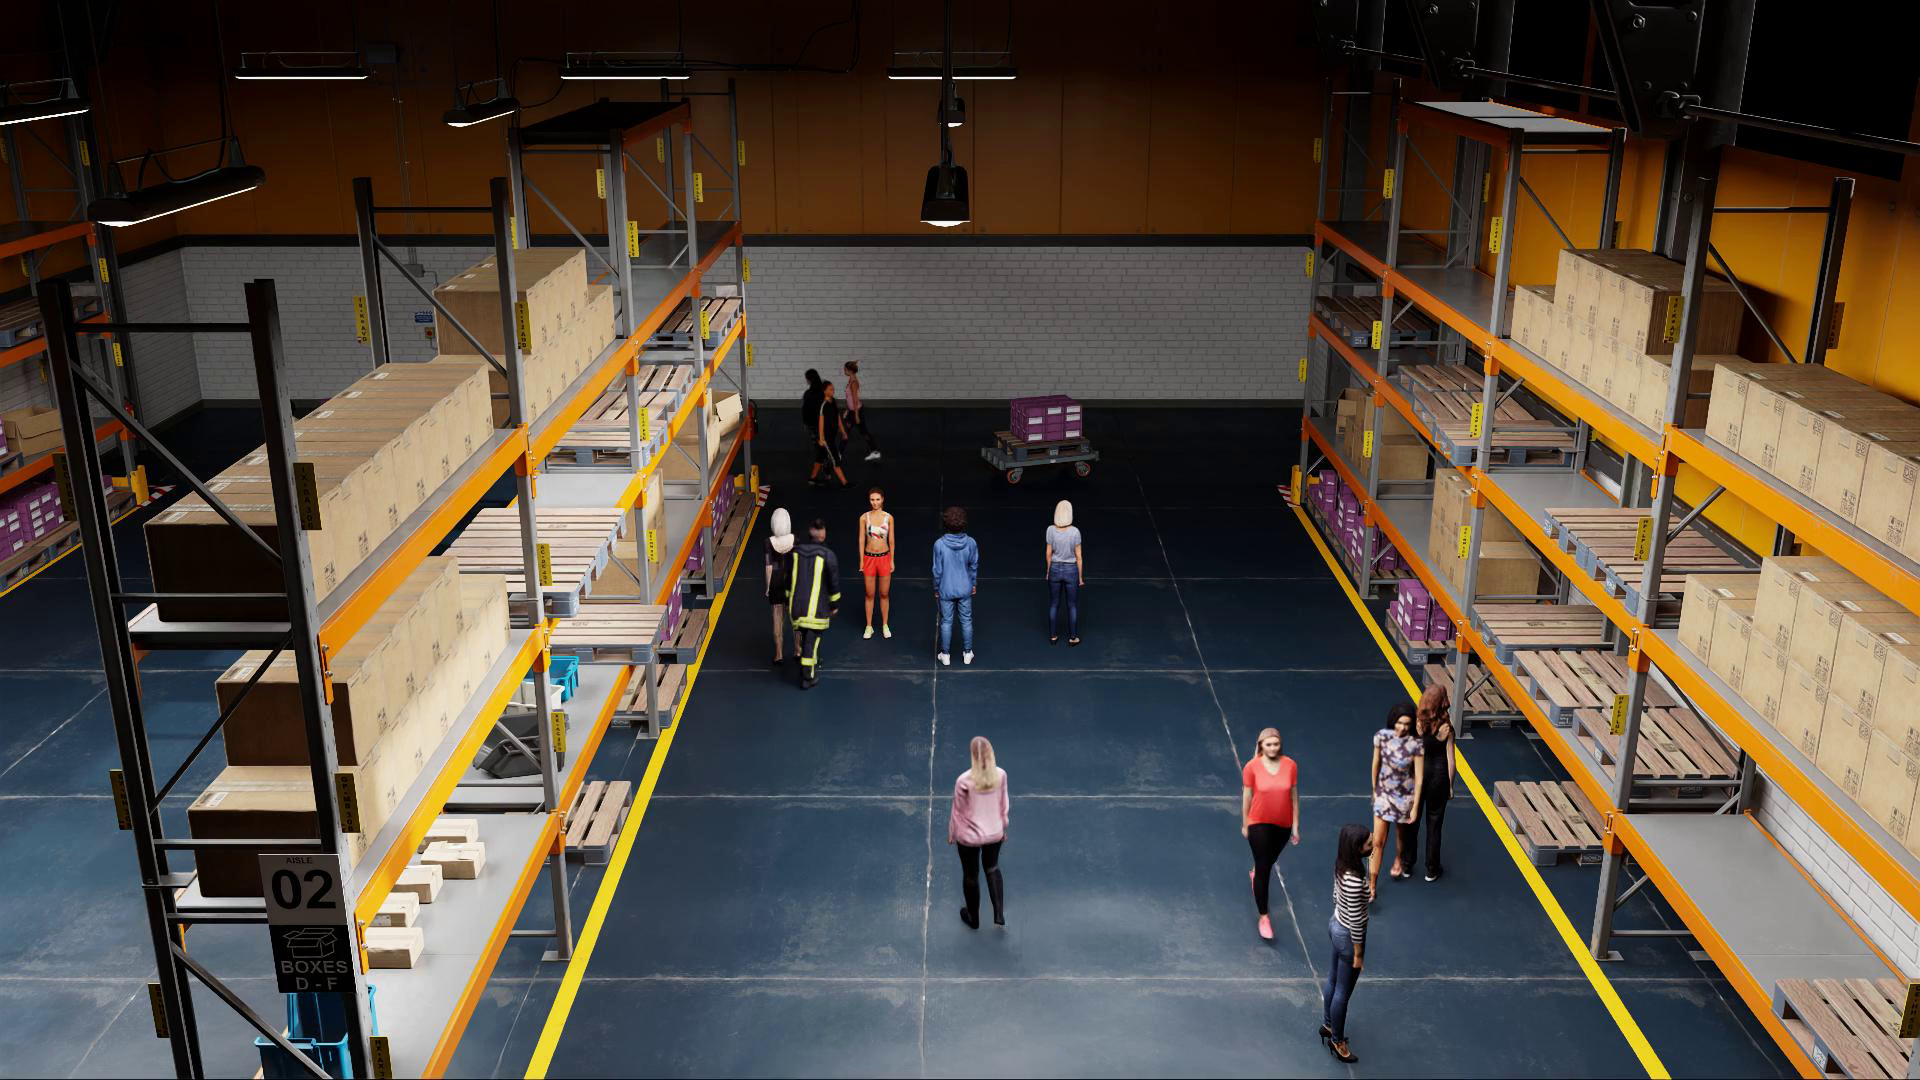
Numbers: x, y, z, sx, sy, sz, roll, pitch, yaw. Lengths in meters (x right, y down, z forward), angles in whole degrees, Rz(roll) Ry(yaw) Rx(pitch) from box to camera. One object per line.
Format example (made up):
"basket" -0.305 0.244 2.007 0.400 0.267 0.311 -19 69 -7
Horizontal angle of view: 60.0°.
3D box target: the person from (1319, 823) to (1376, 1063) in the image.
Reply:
"person" 2.699 2.791 11.611 0.635 1.797 0.406 0 19 -1

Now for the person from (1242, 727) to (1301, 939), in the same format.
"person" 2.473 2.267 13.392 0.692 1.655 1.157 -2 19 -7

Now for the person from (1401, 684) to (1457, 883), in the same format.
"person" 3.917 2.025 13.967 0.657 1.746 0.634 8 20 22

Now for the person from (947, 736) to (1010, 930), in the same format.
"person" 0.181 2.351 13.104 0.772 1.679 0.872 -8 20 -22

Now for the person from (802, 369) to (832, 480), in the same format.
"person" -2.129 -1.709 25.163 0.999 1.677 1.113 -12 22 -31

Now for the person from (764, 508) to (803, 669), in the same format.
"person" -1.940 0.513 18.324 0.646 1.830 0.629 -8 20 -22

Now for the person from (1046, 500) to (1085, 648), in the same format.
"person" 1.180 0.374 18.905 0.637 1.722 0.610 6 20 18

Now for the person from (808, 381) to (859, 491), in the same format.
"person" -2.030 -1.552 24.778 0.896 1.626 1.100 7 20 19

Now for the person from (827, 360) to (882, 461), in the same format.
"person" -1.555 -2.005 26.147 0.704 1.610 1.055 1 19 2

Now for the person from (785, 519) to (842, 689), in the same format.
"person" -1.640 0.692 17.787 0.957 1.835 1.037 9 21 24

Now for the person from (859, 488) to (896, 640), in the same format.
"person" -0.959 0.252 19.159 0.584 1.792 0.582 -2 19 -6

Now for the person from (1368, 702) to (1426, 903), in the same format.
"person" 3.638 2.116 13.788 0.890 1.688 1.181 9 20 24

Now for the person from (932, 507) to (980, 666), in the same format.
"person" -0.052 0.503 18.384 0.700 1.811 0.607 -2 19 -7
